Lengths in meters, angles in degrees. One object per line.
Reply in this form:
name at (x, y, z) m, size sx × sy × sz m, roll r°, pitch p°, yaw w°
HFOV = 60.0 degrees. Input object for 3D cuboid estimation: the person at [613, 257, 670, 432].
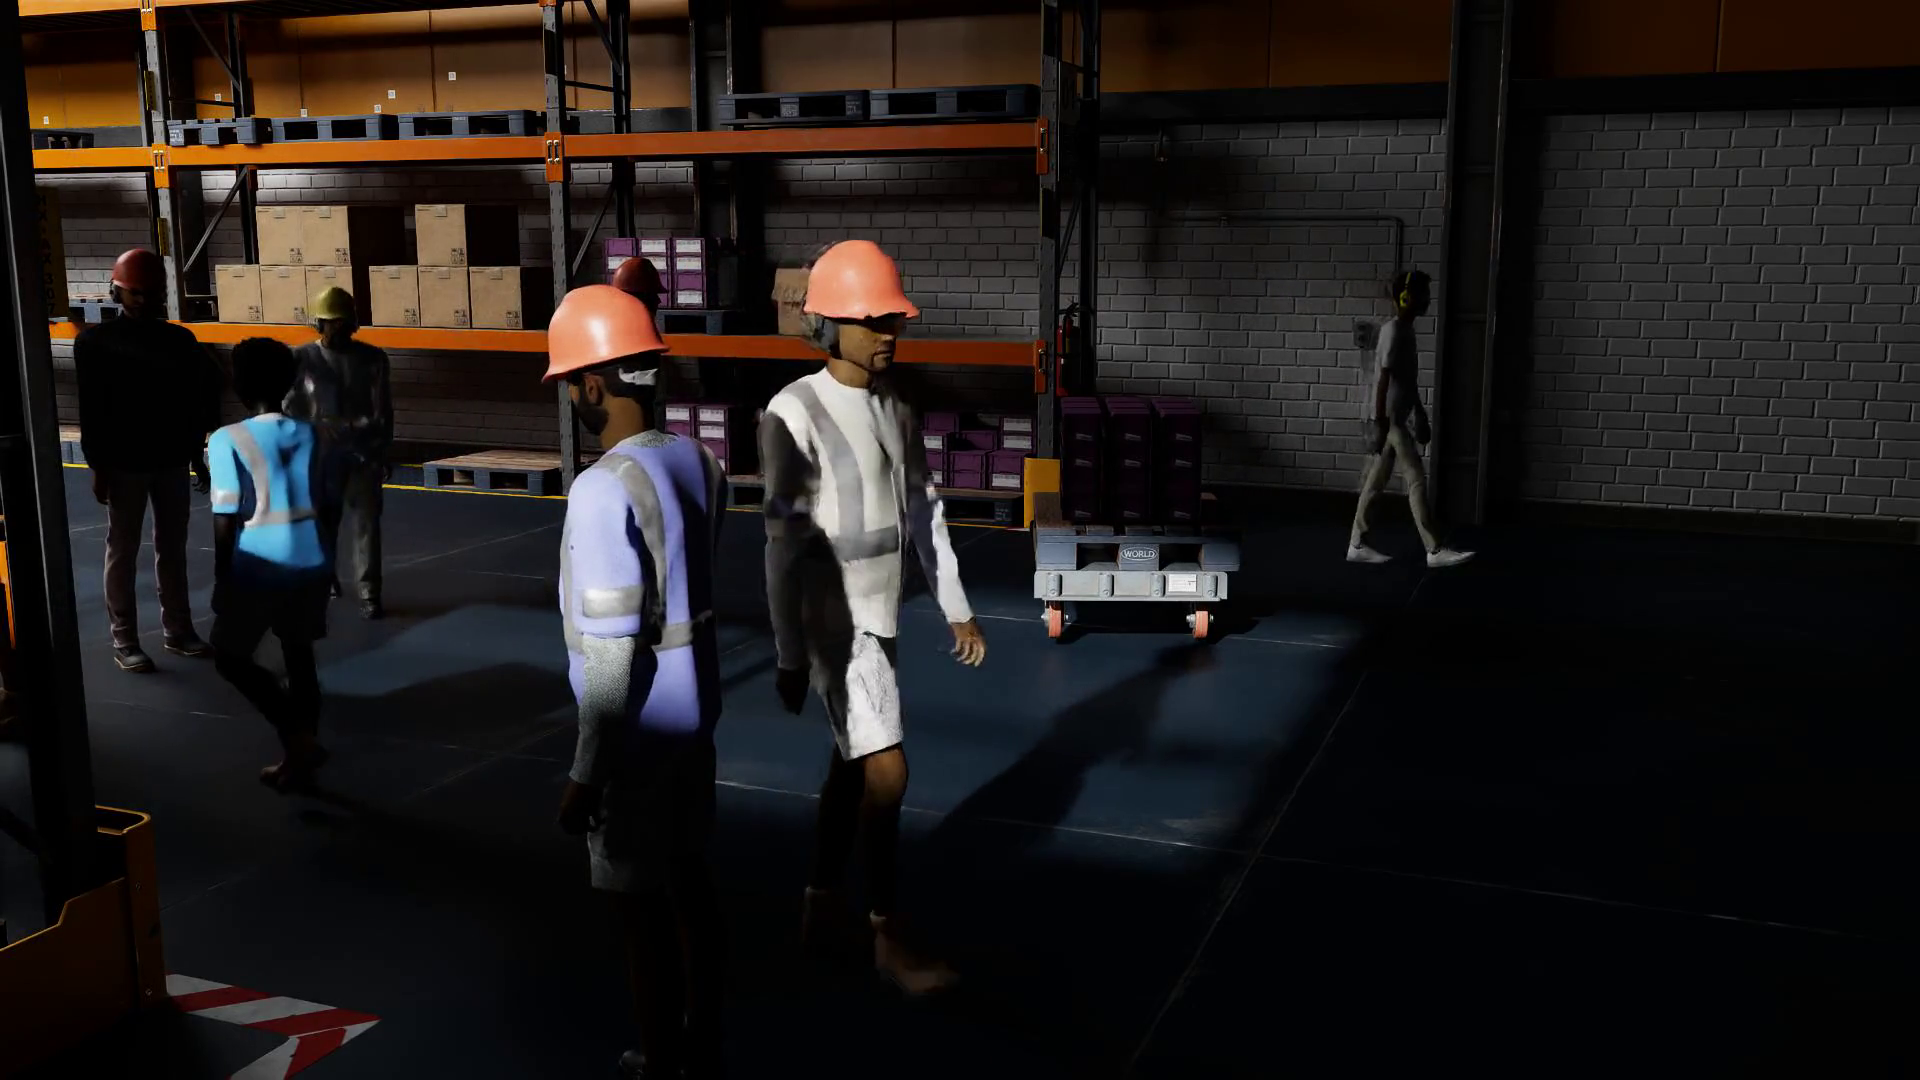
person at (-1.702, -0.530, 8.897) m, size 0.356 × 1.936 × 0.551 m, roll 1°, pitch 10°, yaw 4°

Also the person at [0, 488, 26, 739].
person at (-3.978, -0.202, 6.777) m, size 0.376 × 2.042 × 0.615 m, roll -1°, pitch 10°, yaw -6°

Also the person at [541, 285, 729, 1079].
person at (-0.725, 0.410, 3.688) m, size 0.374 × 1.928 × 0.542 m, roll 3°, pitch 11°, yaw 16°

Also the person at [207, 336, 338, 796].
person at (-2.446, 0.115, 6.003) m, size 0.400 × 1.684 × 0.547 m, roll 5°, pitch 11°, yaw 26°

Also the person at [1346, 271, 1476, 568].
person at (2.843, -0.734, 10.313) m, size 0.886 × 1.833 × 0.559 m, roll 4°, pitch 11°, yaw 20°

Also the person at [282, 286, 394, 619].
person at (-3.423, -0.501, 9.156) m, size 0.602 × 1.798 × 0.882 m, roll -6°, pitch 12°, yaw -31°

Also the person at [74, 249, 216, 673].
person at (-3.859, -0.380, 7.933) m, size 0.402 × 1.985 × 0.613 m, roll 7°, pitch 12°, yaw 33°

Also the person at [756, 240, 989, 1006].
person at (-0.202, 0.222, 4.479) m, size 0.646 × 2.021 × 0.644 m, roll 4°, pitch 11°, yaw 23°
